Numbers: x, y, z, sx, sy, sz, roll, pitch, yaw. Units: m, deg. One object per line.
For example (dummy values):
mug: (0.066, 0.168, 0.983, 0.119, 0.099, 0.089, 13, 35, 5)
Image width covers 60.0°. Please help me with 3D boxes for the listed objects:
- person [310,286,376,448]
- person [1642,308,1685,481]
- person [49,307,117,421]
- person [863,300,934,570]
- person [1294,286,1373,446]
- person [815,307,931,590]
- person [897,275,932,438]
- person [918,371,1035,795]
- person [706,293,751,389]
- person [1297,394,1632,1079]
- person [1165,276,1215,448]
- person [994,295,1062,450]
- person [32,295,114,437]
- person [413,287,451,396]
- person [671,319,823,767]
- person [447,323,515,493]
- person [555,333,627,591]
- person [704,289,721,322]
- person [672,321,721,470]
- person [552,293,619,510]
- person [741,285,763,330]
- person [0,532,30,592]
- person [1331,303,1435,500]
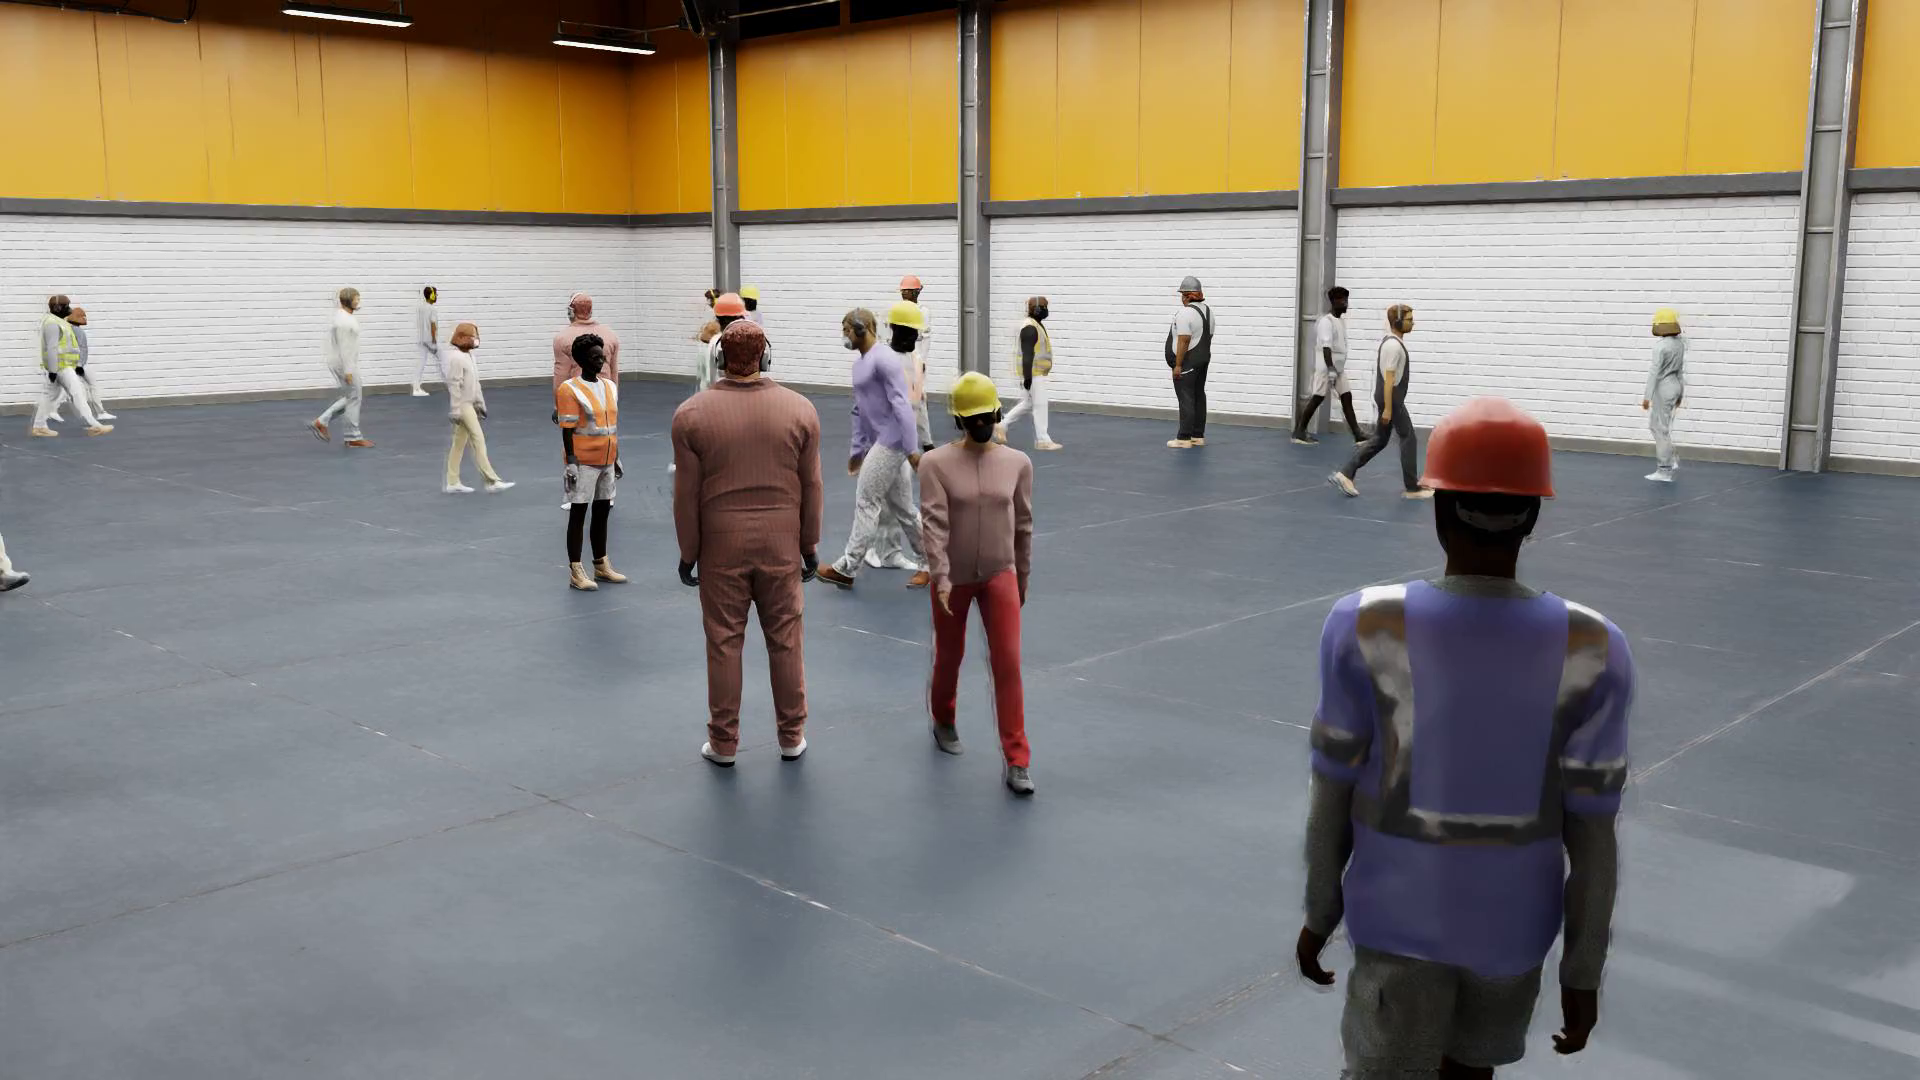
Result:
person: (-7.303, -2.023, 19.603, 0.631, 1.919, 0.625, -2, 10, -14)
person: (7.021, -1.451, 16.640, 0.518, 1.725, 0.392, -8, 12, -41)
person: (-12.346, -2.449, 23.200, 0.507, 1.586, 0.881, 7, 12, 38)
person: (-0.438, -0.718, 11.651, 0.457, 1.905, 0.583, 5, 10, 26)
person: (4.498, -2.074, 19.931, 1.021, 1.908, 0.629, 7, 11, 36)
person: (-0.535, -0.593, 10.983, 0.863, 1.870, 0.668, -2, 9, -12)
person: (-0.609, -2.288, 20.829, 0.381, 2.045, 0.605, -6, 11, -33)
person: (0.063, 0.144, 6.964, 0.511, 1.710, 0.926, -2, 10, -13)
person: (-1.927, -1.069, 13.724, 0.445, 1.922, 0.548, -1, 9, -8)
person: (0.905, 0.696, 2.988, 0.545, 1.909, 0.912, 1, 9, 4)
person: (2.704, -2.125, 19.841, 0.539, 2.000, 0.688, 7, 12, 37)
person: (0.789, -1.965, 19.558, 0.797, 1.819, 0.632, 2, 9, 10)
person: (-11.317, -2.193, 21.023, 0.954, 1.796, 0.636, -4, 10, -23)
person: (-8.824, -3.327, 27.880, 0.551, 1.816, 0.962, 7, 12, 38)
person: (-0.906, 0.018, 7.112, 0.642, 1.909, 0.410, -3, 10, -15)
person: (-4.537, -1.236, 15.692, 0.752, 1.600, 0.523, -1, 9, -3)
person: (-2.446, -0.520, 11.057, 0.318, 1.697, 0.534, 5, 11, 28)
person: (-3.463, -2.837, 24.864, 0.701, 1.829, 0.415, -9, 13, -44)
person: (-2.566, -1.450, 17.089, 0.865, 1.589, 0.505, 1, 9, 3)
person: (-3.306, -1.209, 14.623, 0.639, 1.913, 0.406, -9, 13, -43)
person: (-3.086, -2.696, 23.790, 0.864, 1.898, 0.581, 5, 10, 28)
person: (-6.476, -0.542, 10.777, 0.924, 1.825, 0.566, 7, 11, 35)
person: (3.911, -1.264, 15.269, 0.912, 1.818, 0.515, 1, 9, 8)
